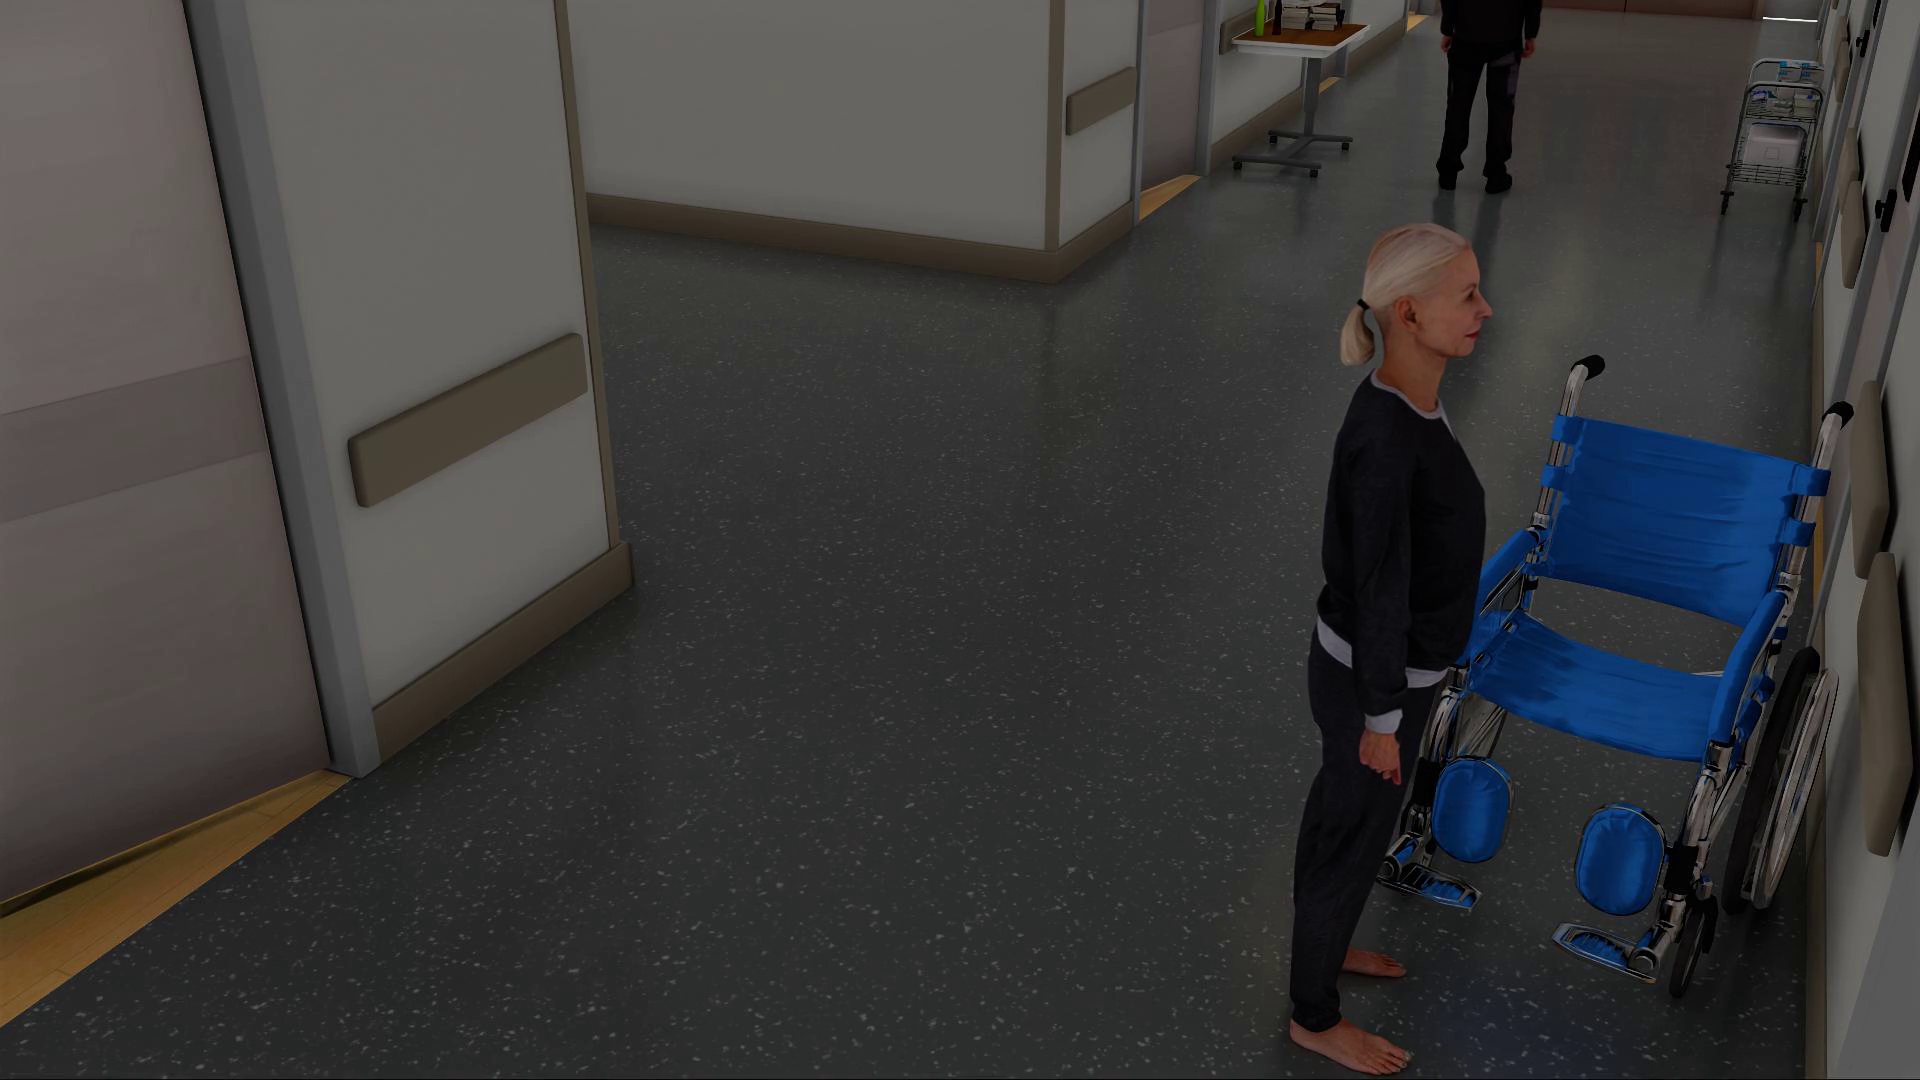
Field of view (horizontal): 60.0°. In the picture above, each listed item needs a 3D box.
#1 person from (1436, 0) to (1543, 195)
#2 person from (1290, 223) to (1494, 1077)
[{"bbox_3d":[3.112,-3.001,9.770,0.756,1.871,0.589,12,28,24],"label":"person"},{"bbox_3d":[0.808,0.225,3.246,0.705,1.726,0.522,6,26,12],"label":"person"}]
